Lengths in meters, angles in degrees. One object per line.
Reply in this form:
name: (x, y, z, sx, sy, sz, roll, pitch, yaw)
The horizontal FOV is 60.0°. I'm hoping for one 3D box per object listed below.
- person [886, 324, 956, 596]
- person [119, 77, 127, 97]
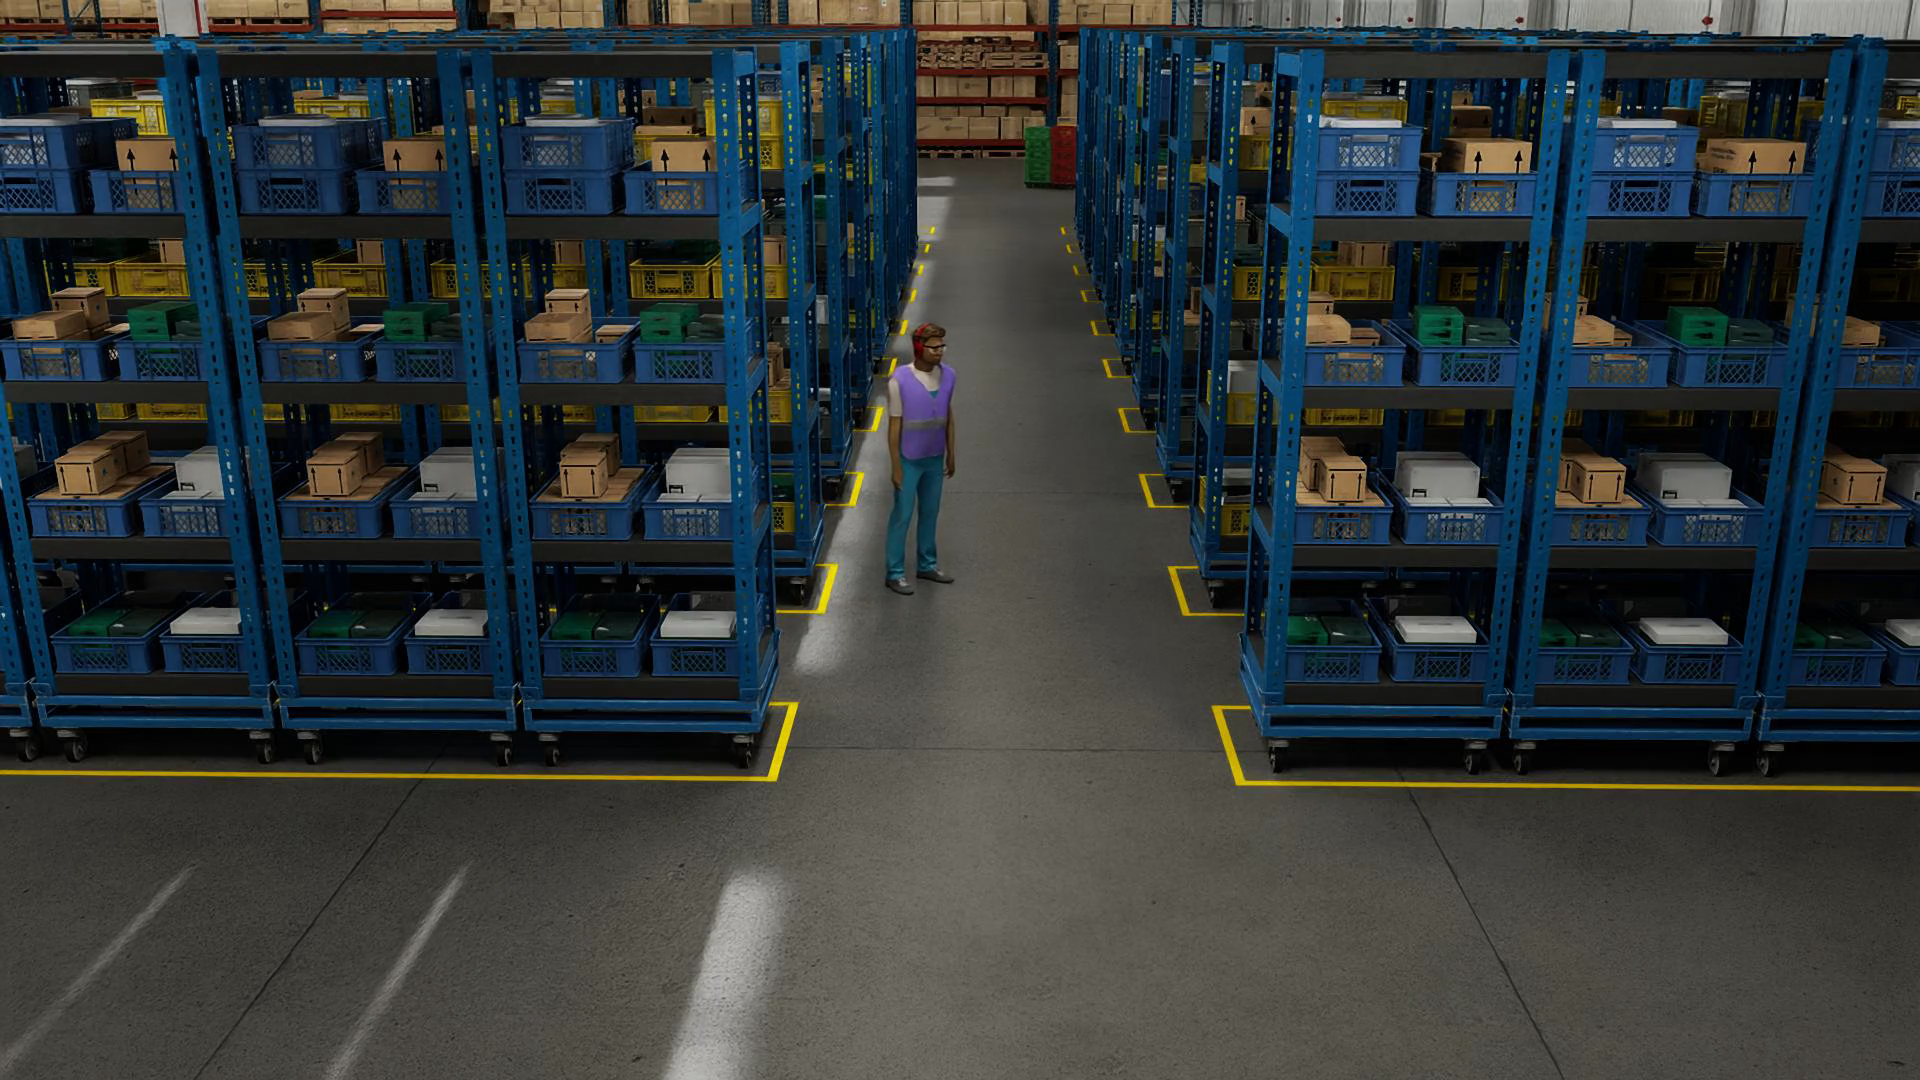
person: (-0.265, -0.547, 11.119, 0.578, 1.831, 0.406, -16, 23, -40)
person: (-28.960, -15.271, 57.735, 0.491, 2.020, 0.601, -4, 18, -13)
